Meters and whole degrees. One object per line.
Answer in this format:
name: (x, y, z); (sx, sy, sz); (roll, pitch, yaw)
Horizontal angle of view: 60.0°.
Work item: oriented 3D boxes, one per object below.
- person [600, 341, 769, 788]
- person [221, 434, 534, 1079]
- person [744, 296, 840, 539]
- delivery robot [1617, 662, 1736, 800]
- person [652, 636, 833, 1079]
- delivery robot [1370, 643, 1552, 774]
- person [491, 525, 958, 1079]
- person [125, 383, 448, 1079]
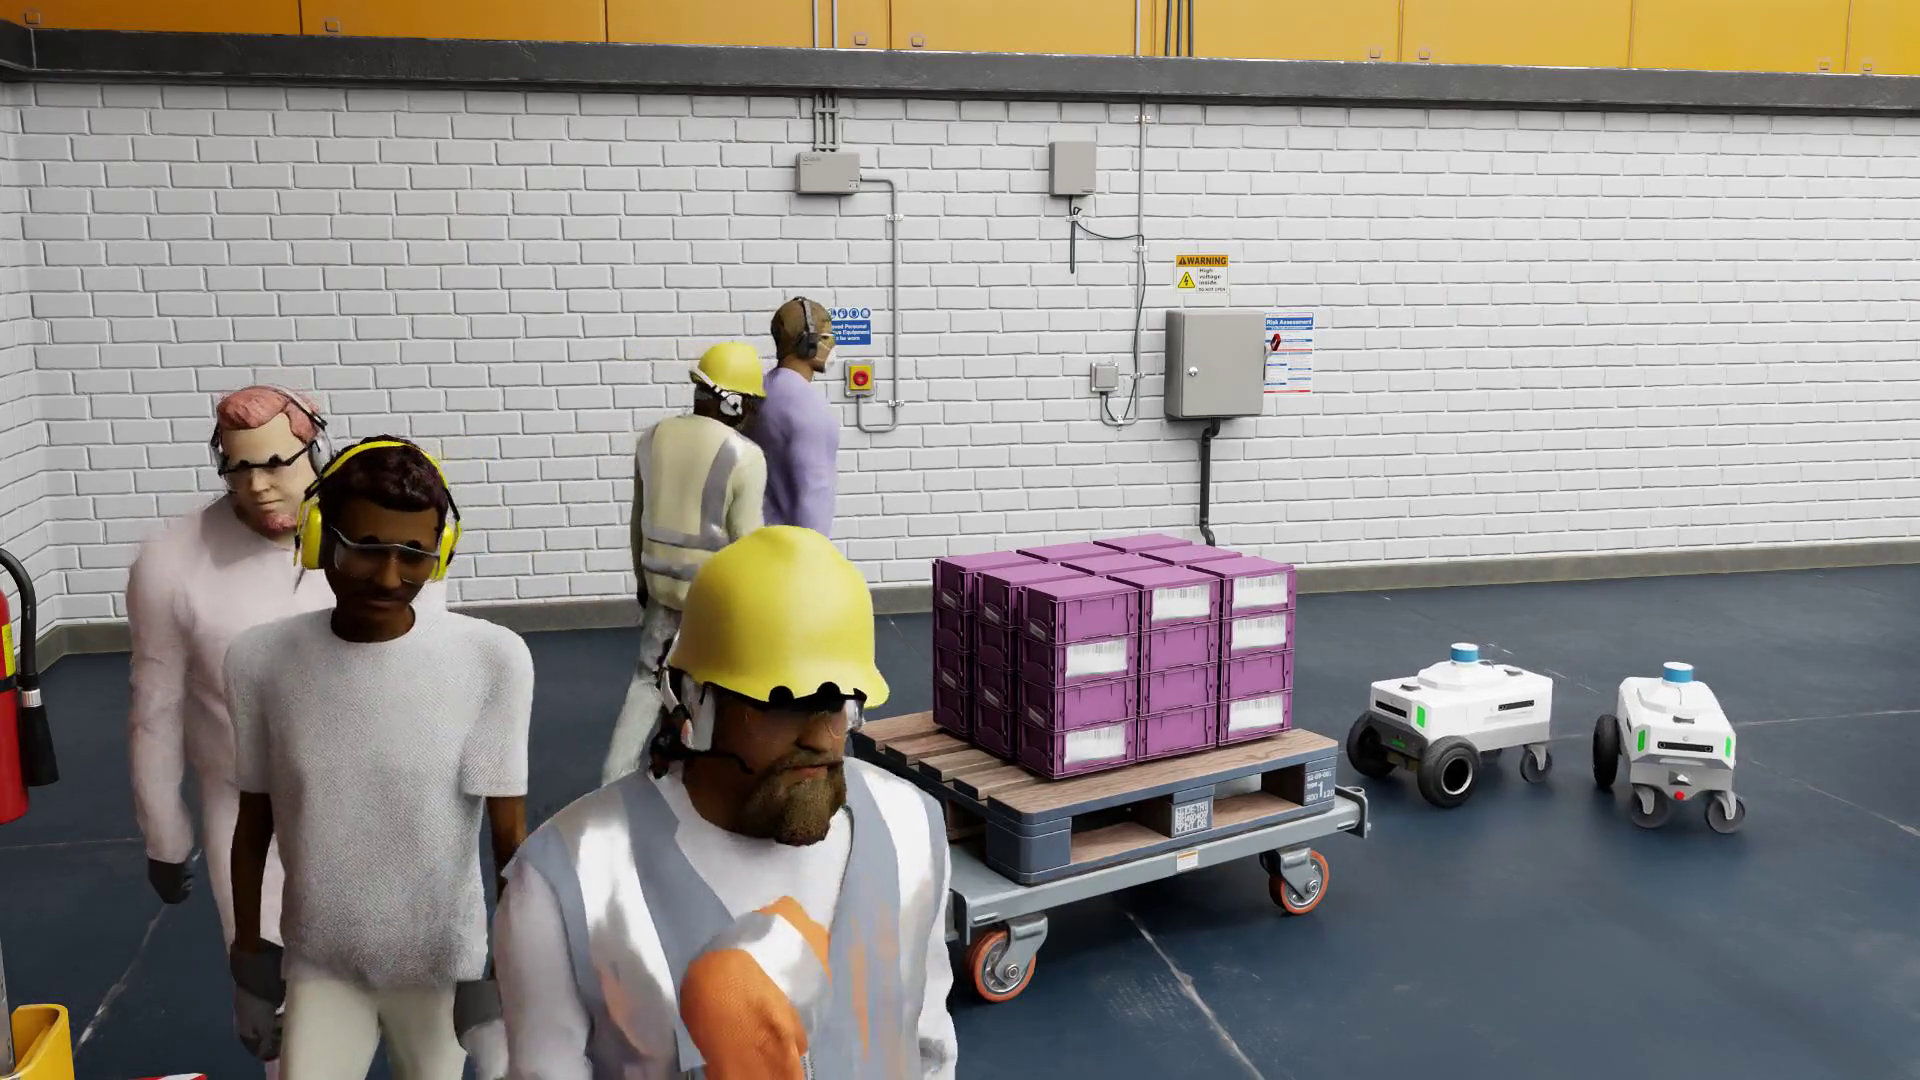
person: (-0.989, 0.179, 5.961); (0.653, 1.788, 0.874); (6, 12, 30)
person: (-0.932, 0.753, 2.665); (0.521, 1.827, 0.878); (-2, 11, -13)
person: (-0.579, 0.069, 6.170); (0.432, 1.923, 0.660); (-5, 11, -24)
delivery robot: (2.662, 0.701, 6.205); (0.477, 0.478, 0.707); (3, 11, 17)
person: (-0.231, 0.922, 2.075); (0.317, 1.695, 0.540); (1, 10, 7)
delivery robot: (1.961, 0.648, 6.500); (0.707, 0.478, 0.477); (-5, 11, -25)
person: (-0.273, 0.864, 2.059); (0.608, 1.816, 0.516); (-6, 12, -31)
person: (-1.365, 0.589, 3.514); (0.640, 1.836, 1.033); (-7, 12, -34)
